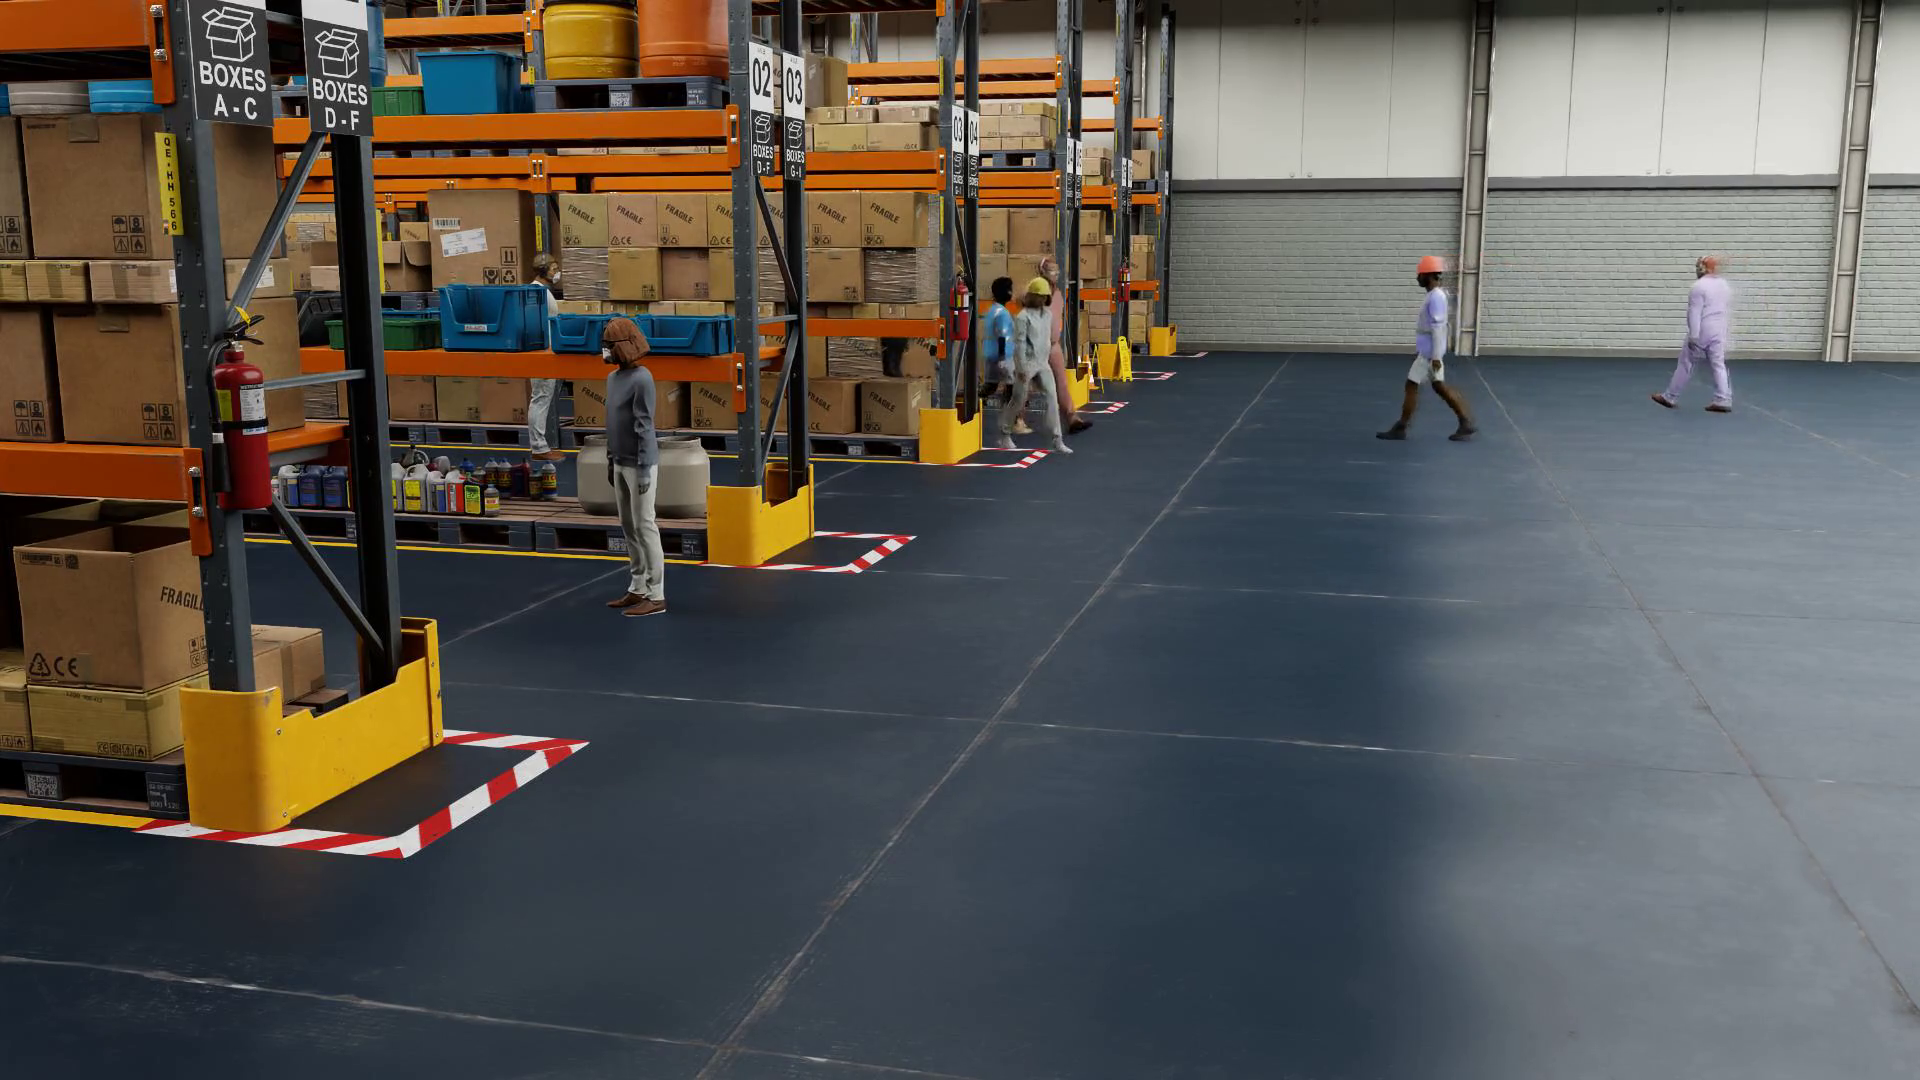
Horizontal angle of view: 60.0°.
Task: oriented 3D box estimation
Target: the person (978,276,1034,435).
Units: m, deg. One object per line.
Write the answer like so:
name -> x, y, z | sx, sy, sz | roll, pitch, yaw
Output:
person -> 0.357, -1.924, 17.431 | 0.766, 1.673, 0.541 | -3, 11, -15

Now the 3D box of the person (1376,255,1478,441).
person -> 4.823, -1.940, 16.908 | 0.983, 1.895, 0.560 | 3, 11, 15

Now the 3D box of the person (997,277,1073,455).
person -> 0.692, -1.685, 16.057 | 0.488, 1.691, 0.904 | -9, 13, -40

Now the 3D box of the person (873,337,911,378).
person -> -0.747, -2.227, 18.698 | 0.408, 1.816, 0.580 | 9, 14, 42

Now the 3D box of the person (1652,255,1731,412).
person -> 8.879, -2.480, 19.979 | 0.673, 1.851, 0.981 | -5, 11, -27

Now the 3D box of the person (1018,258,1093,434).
person -> 0.913, -2.032, 17.527 | 0.655, 1.850, 1.028 | -10, 14, -43

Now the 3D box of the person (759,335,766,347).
person -> -2.410, -2.526, 19.760 | 0.405, 2.035, 0.606 | 2, 11, 13

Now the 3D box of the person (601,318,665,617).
person -> -1.799, -0.397, 9.091 | 0.280, 1.624, 0.493 | -7, 13, -35

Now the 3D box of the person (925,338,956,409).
person -> -0.232, -2.309, 19.108 | 0.403, 1.834, 0.587 | 3, 11, 14

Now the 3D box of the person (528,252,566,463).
person -> -3.847, -1.677, 15.349 | 0.373, 1.931, 0.626 | -3, 11, -16
